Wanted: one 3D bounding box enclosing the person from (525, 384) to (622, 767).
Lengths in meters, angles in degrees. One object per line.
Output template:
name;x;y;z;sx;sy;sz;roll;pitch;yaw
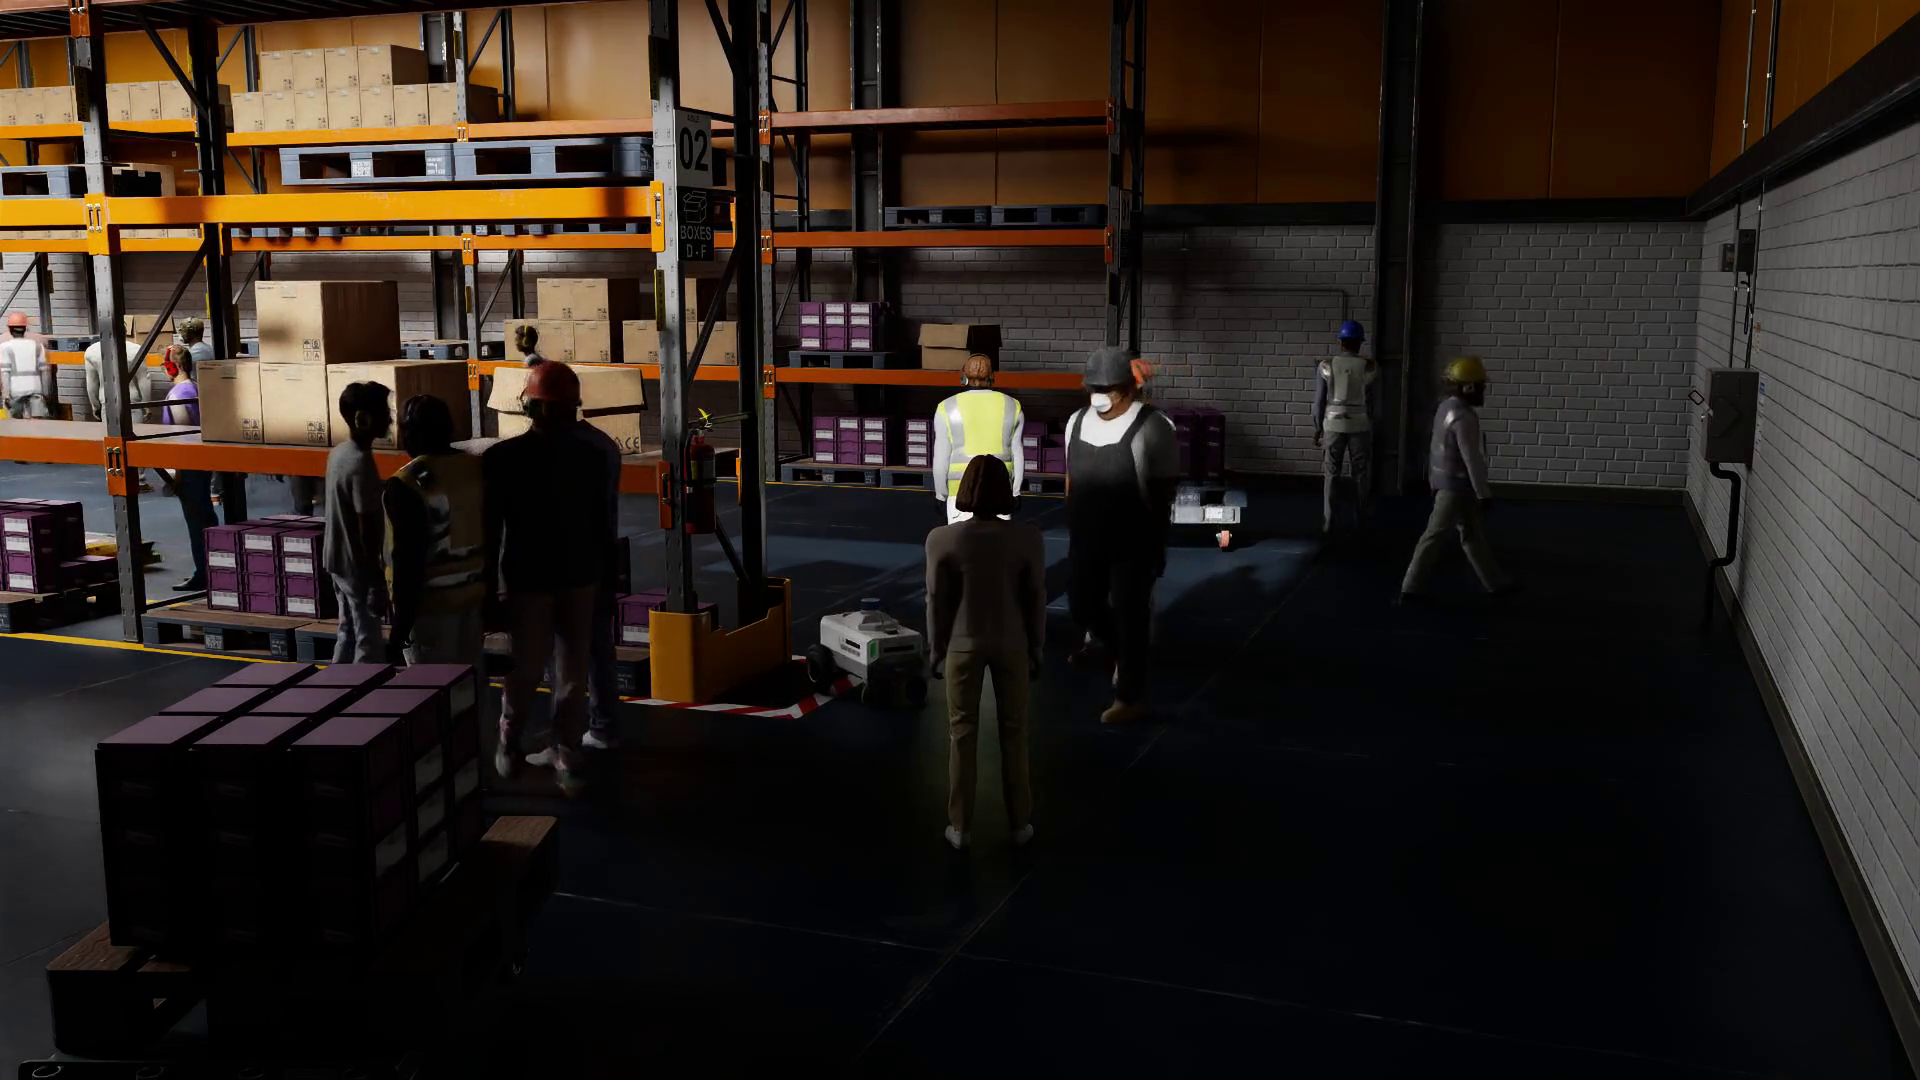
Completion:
person;-1.909;0.138;8.013;0.399;1.908;0.643;5;10;29

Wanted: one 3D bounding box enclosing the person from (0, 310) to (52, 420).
person;-12.206;-2.037;21.675;0.665;1.907;0.403;-6;11;-34

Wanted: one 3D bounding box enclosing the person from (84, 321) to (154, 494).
person;-9.022;-1.452;17.889;0.635;1.939;0.359;-1;9;-9

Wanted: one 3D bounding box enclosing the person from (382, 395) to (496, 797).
person;-2.298;0.282;7.315;0.429;1.839;0.634;3;10;19

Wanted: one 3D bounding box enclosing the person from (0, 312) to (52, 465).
person;-11.520;-1.855;20.534;0.827;1.911;0.553;8;12;40

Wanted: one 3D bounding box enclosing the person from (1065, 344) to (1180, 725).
person;0.858;-0.060;8.833;0.692;2.000;0.690;7;11;37

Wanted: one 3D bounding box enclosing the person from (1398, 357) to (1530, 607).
person;3.565;-0.390;11.738;0.951;1.780;0.605;1;9;6

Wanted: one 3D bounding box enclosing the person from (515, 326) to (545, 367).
person;-4.558;-1.334;17.508;0.813;1.838;0.529;-1;9;-9

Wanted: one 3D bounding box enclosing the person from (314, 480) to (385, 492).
person;-6.695;-1.358;17.869;0.968;1.770;0.602;-3;10;-18

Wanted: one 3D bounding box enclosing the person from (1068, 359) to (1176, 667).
person;0.961;-0.138;9.879;0.738;1.857;0.610;-9;12;-43

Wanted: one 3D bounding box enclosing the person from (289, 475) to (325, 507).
person;-6.700;-1.263;17.000;0.346;1.847;0.505;1;9;6

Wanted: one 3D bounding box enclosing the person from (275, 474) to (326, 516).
person;-4.860;-0.567;12.564;0.711;1.875;0.375;1;9;7

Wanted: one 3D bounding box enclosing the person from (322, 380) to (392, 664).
person;-2.892;0.161;8.040;0.346;1.858;0.515;-6;11;-32

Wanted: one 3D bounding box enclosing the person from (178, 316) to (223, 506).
person;-7.760;-1.313;17.019;0.355;1.937;0.635;-2;9;-10

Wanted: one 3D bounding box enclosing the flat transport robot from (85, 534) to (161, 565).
flat transport robot;-7.227;0.086;13.460;1.431;0.197;0.652;5;10;28

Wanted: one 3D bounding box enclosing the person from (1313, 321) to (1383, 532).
person;3.557;-1.025;15.239;0.640;1.941;0.557;2;9;14

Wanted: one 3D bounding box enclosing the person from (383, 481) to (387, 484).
person;-6.575;-1.401;18.508;0.309;1.639;0.522;-2;9;-10

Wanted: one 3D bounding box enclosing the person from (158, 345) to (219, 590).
person;-5.756;-0.541;12.487;0.390;1.838;0.564;-1;9;-7

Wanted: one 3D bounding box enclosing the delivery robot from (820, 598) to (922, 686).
delivery robot;-0.498;0.567;9.254;0.477;0.478;0.707;-5;10;-29

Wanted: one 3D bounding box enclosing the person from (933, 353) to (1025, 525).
person;0.122;-0.318;11.081;0.621;1.845;0.429;-2;9;-10

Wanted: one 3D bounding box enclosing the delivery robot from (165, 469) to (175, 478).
delivery robot;-8.104;-0.781;17.722;0.707;0.478;0.477;3;10;18

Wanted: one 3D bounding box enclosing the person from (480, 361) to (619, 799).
person;-1.866;0.181;7.539;0.636;1.972;0.471;-6;11;-33

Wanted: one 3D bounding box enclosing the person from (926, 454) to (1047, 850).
person;0.108;0.463;6.824;0.497;1.633;0.285;0;9;-1
